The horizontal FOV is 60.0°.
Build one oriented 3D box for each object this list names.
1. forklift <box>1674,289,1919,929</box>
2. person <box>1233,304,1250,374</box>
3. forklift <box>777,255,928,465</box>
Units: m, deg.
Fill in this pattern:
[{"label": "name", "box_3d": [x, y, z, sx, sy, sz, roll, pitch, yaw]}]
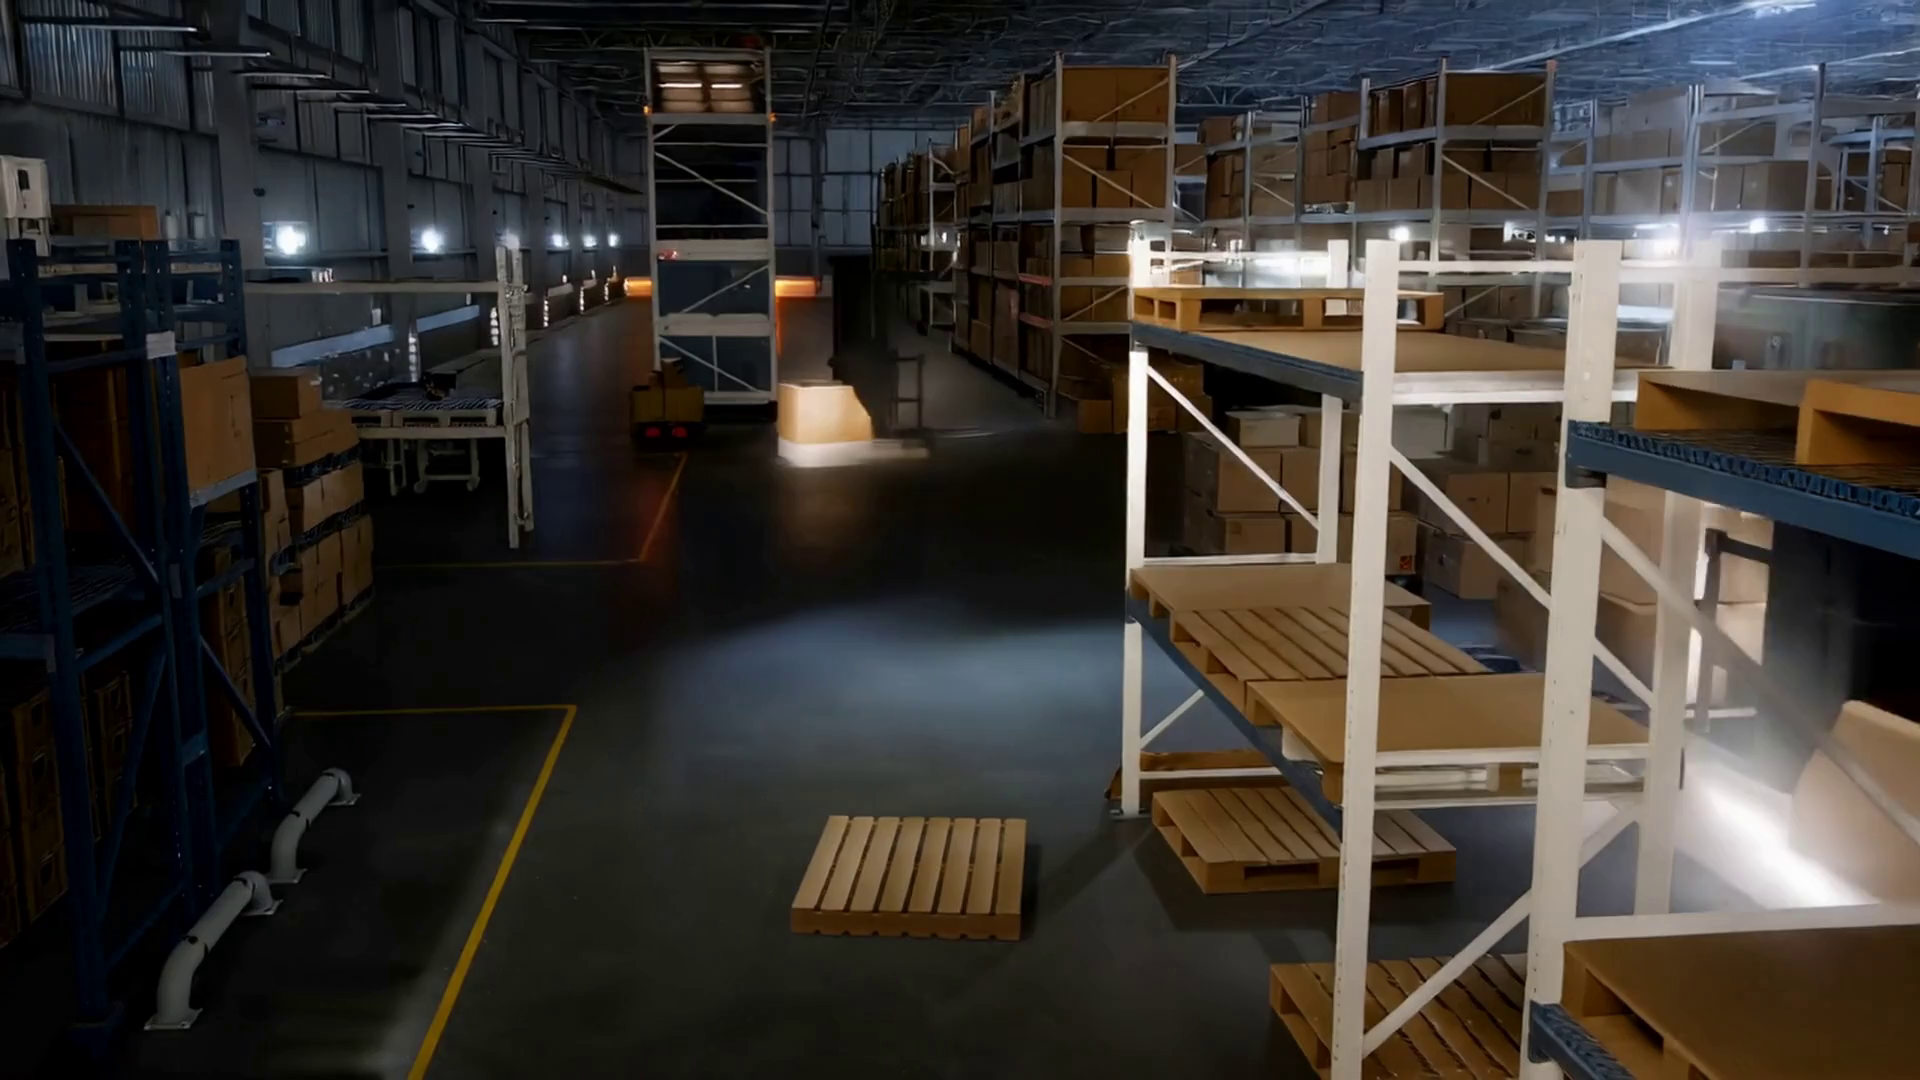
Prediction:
[{"label": "forklift", "box_3d": [4.243, 0.306, 7.240, 1.129, 2.768, 1.873, -2, 10, -10]}, {"label": "person", "box_3d": [6.536, -4.682, 37.778, 0.691, 1.839, 0.497, 2, 11, 13]}, {"label": "forklift", "box_3d": [-1.513, -2.507, 22.825, 1.873, 2.768, 1.129, -4, 11, -21]}]
